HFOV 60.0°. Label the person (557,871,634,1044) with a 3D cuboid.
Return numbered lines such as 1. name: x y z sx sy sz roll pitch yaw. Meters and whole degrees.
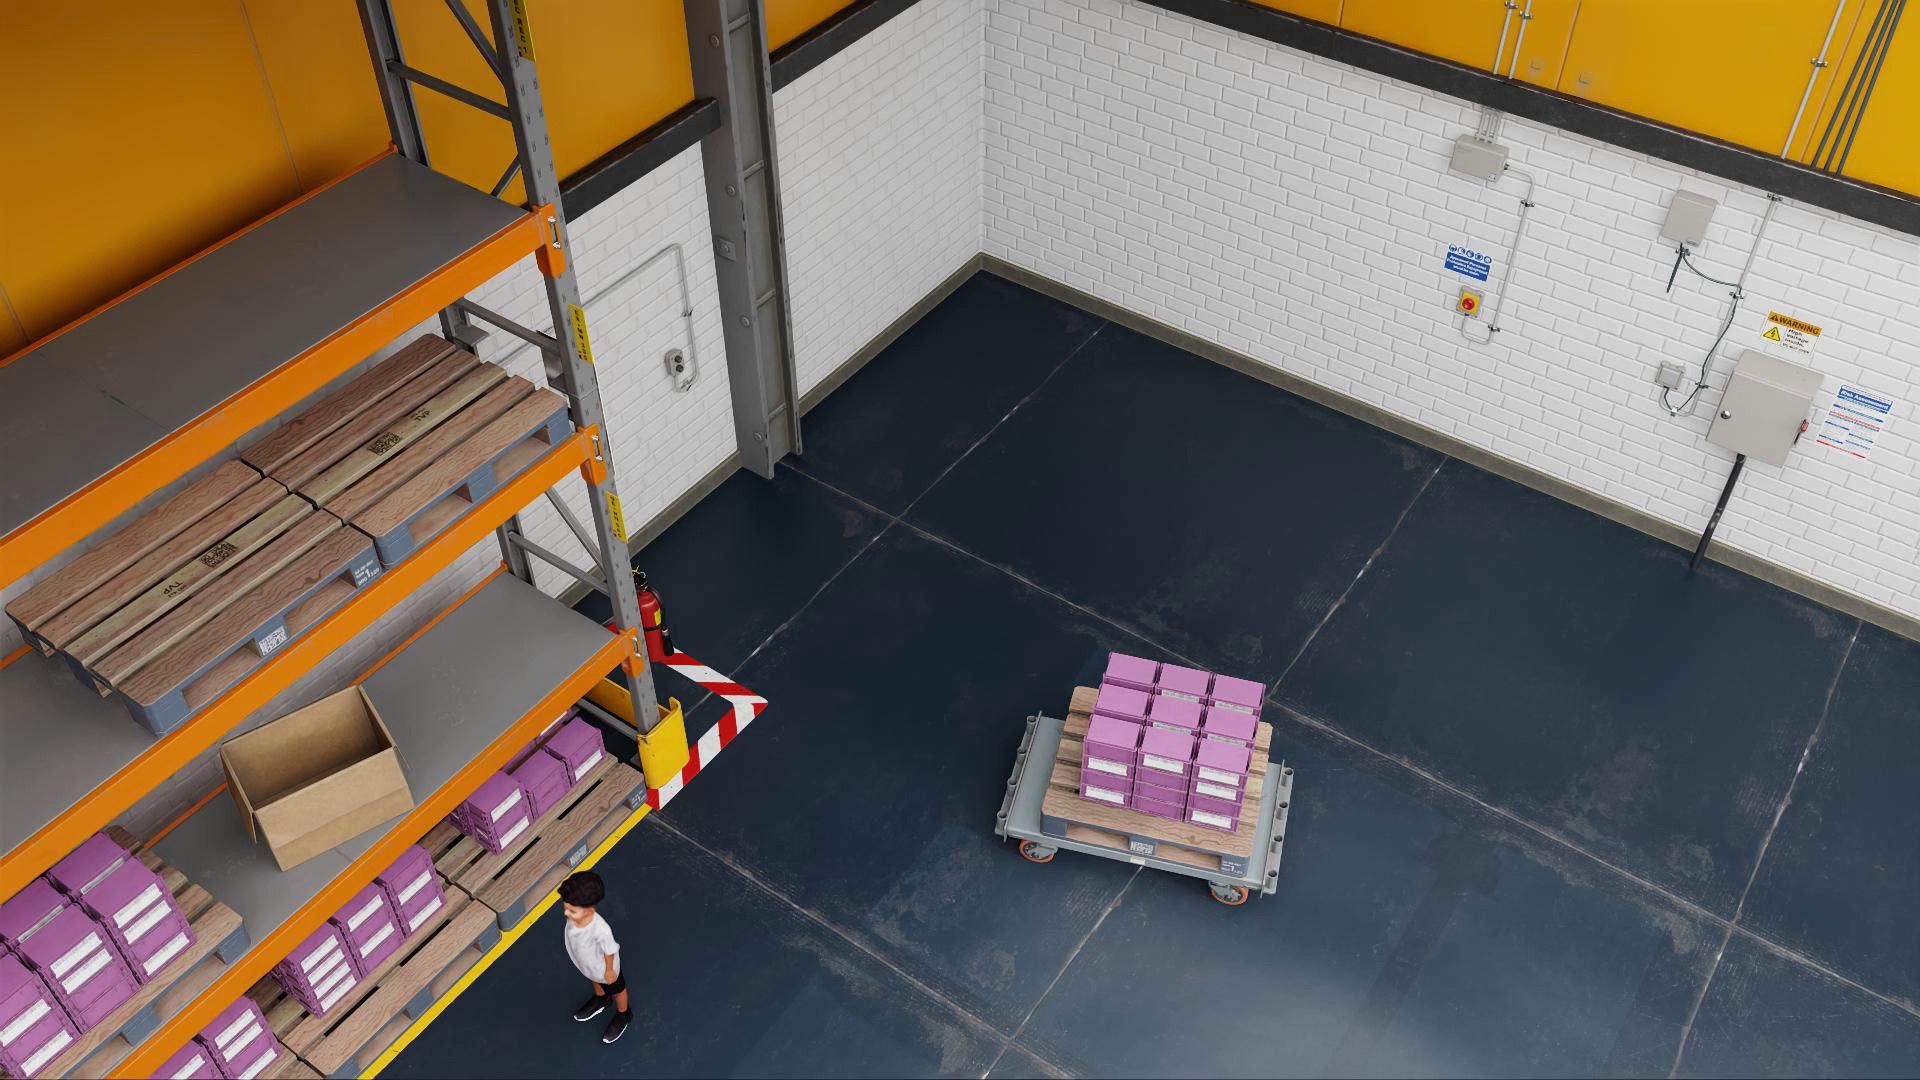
1. person: -1.913 2.158 8.734 0.493 1.262 0.504 29 51 27
